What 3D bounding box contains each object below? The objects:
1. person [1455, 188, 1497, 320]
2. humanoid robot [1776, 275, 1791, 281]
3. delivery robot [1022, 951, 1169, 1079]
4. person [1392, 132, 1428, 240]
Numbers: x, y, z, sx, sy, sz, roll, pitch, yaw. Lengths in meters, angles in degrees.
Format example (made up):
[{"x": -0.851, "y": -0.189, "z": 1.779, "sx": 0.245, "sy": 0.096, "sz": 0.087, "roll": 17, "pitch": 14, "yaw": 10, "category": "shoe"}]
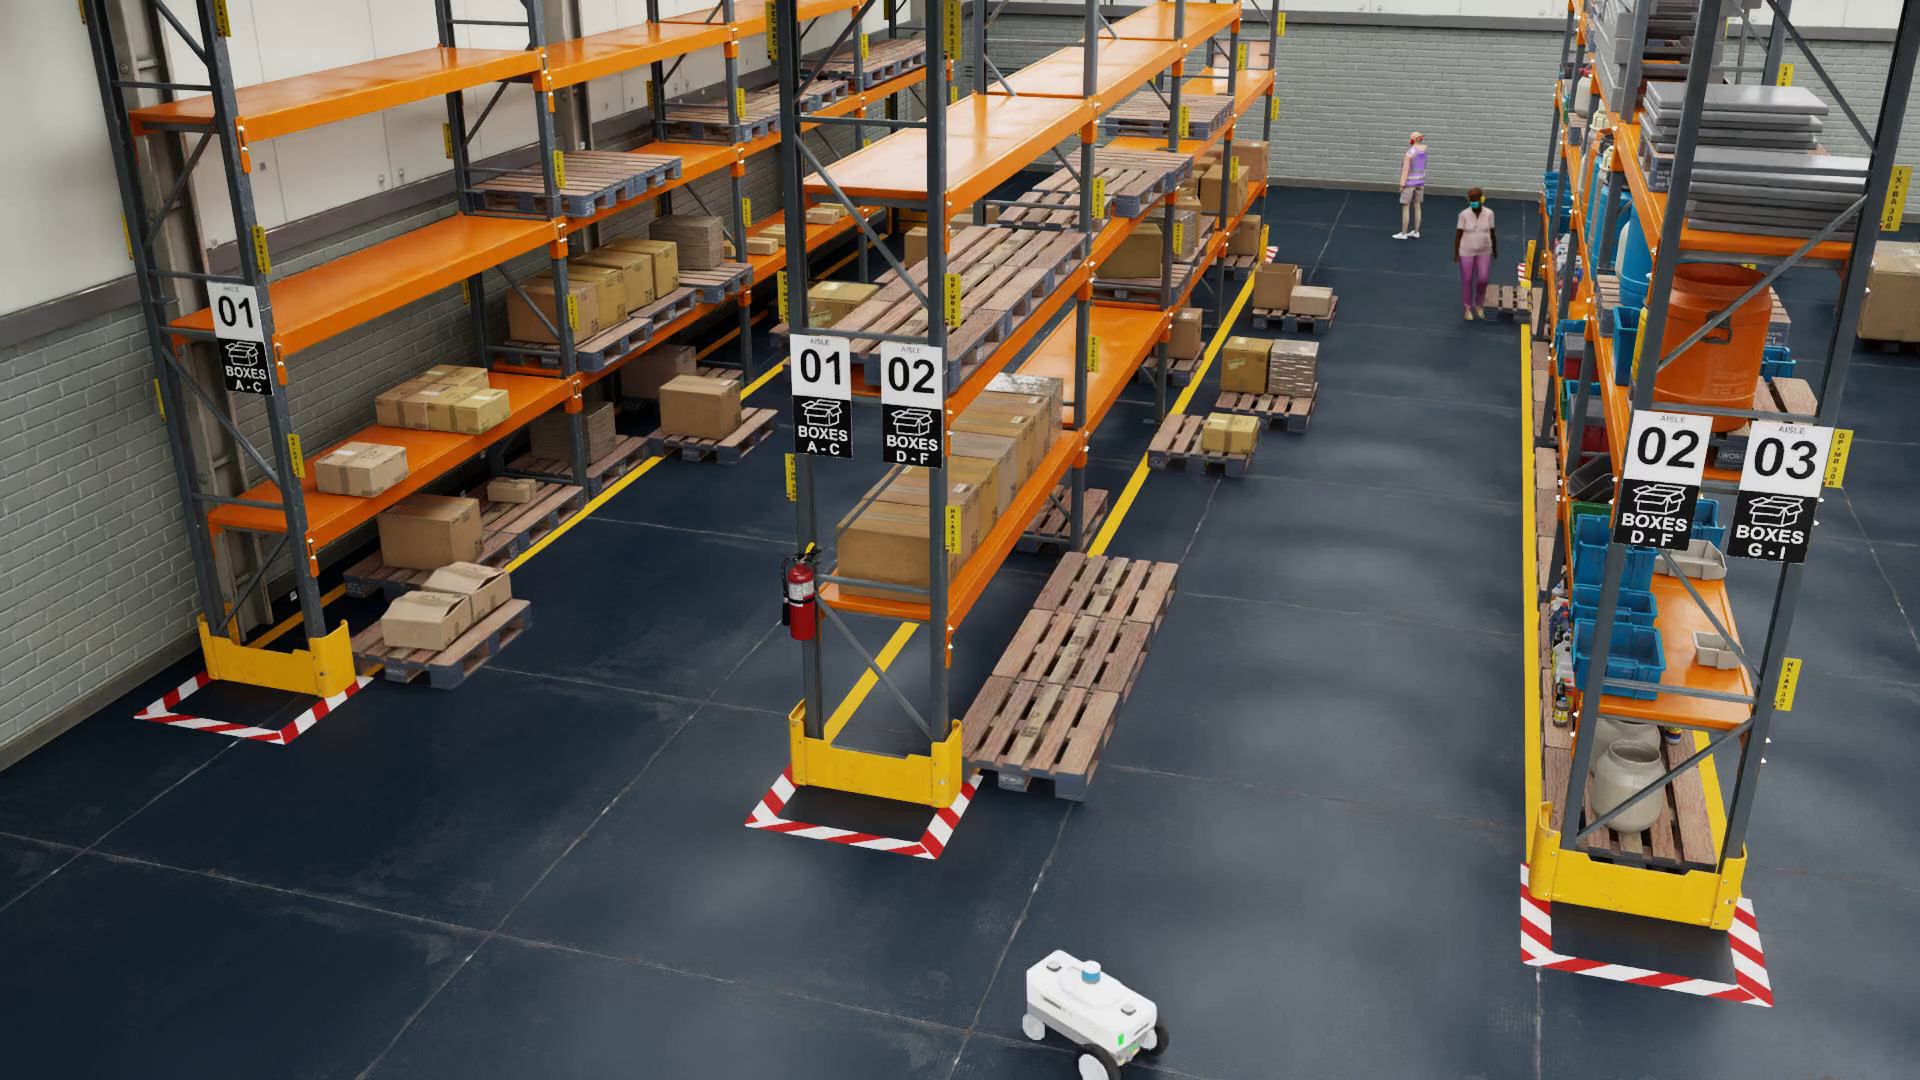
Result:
[{"x": 6.826, "y": -3.777, "z": 22.022, "sx": 0.563, "sy": 1.773, "sz": 0.435, "roll": 4, "pitch": 24, "yaw": 8, "category": "person"}, {"x": 12.026, "y": -4.579, "z": 24.028, "sx": 0.590, "sy": 1.651, "sz": 0.328, "roll": -20, "pitch": 30, "yaw": -38, "category": "humanoid robot"}, {"x": 0.714, "y": 2.551, "z": 8.920, "sx": 0.807, "sy": 0.613, "sz": 0.499, "roll": 21, "pitch": 31, "yaw": 40, "category": "delivery robot"}, {"x": 7.181, "y": -5.621, "z": 26.417, "sx": 0.489, "sy": 1.688, "sz": 0.346, "roll": -13, "pitch": 27, "yaw": -28, "category": "person"}]
